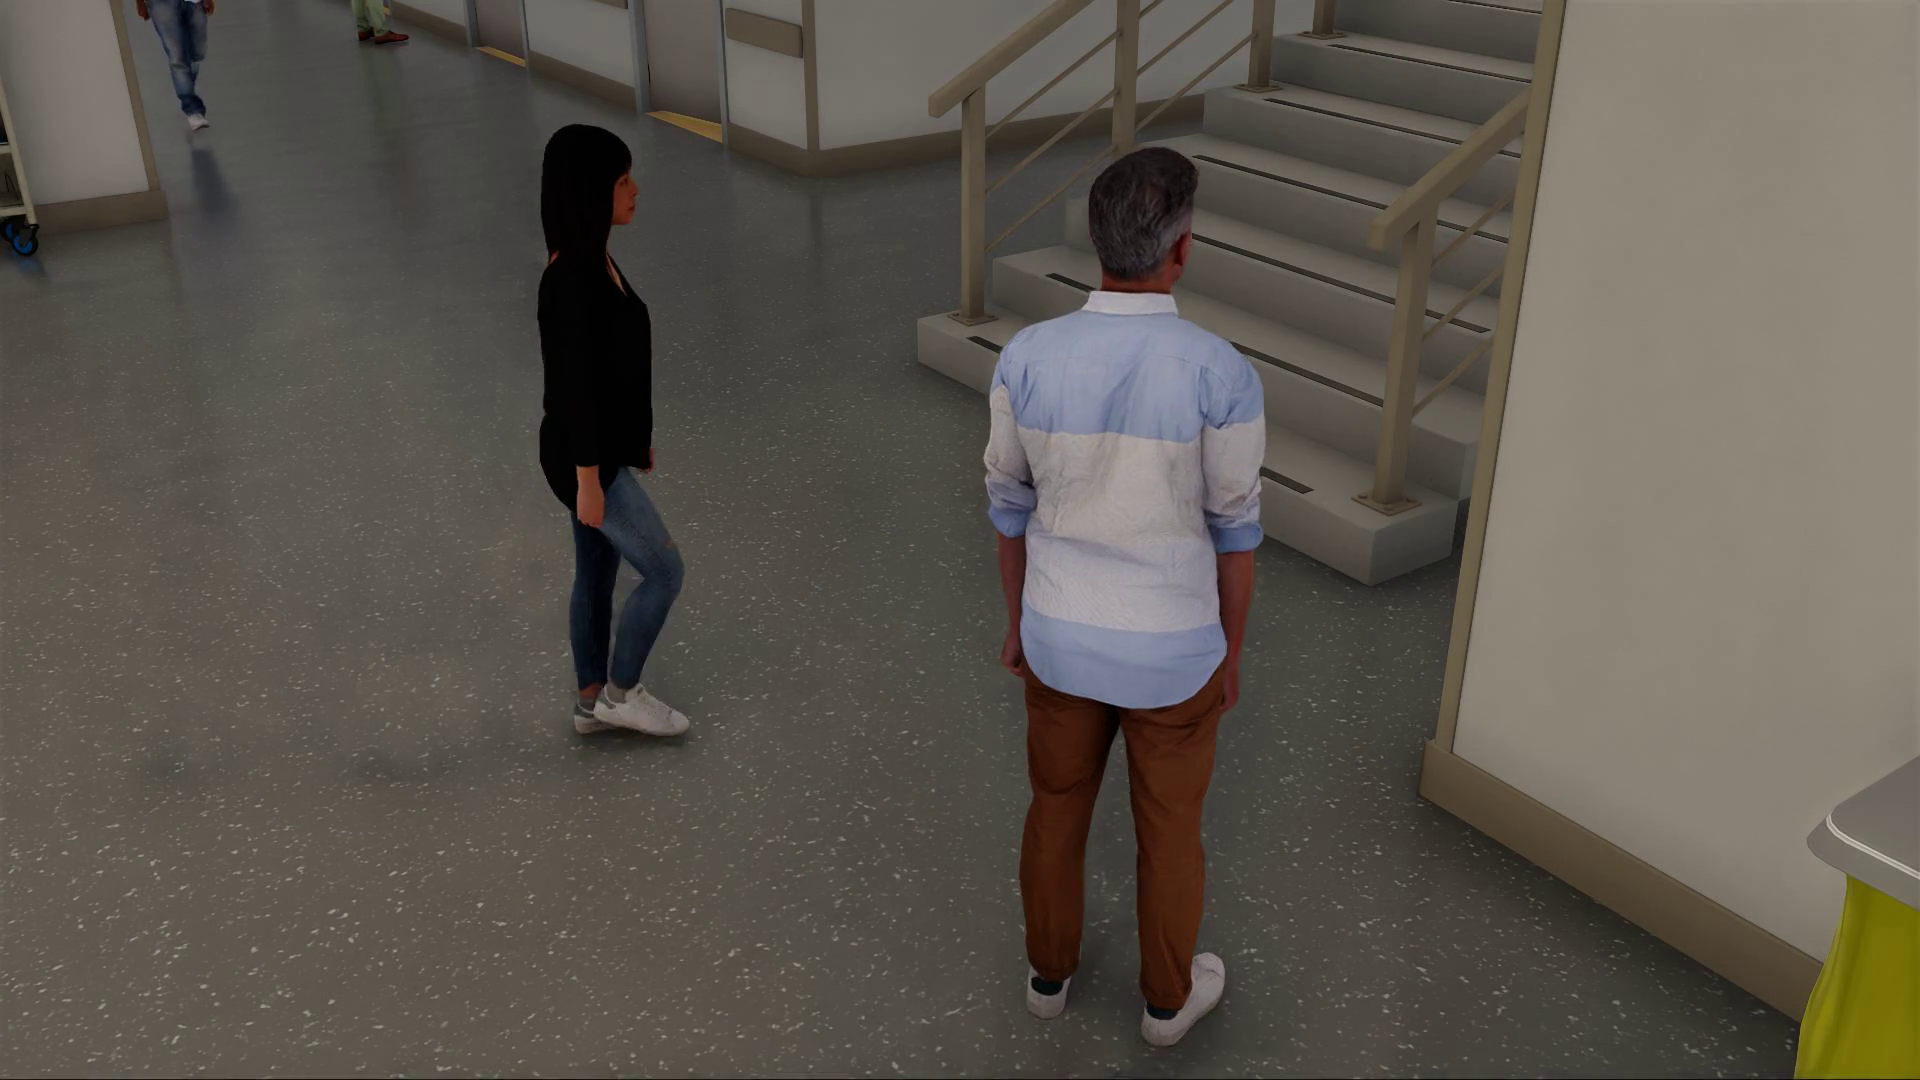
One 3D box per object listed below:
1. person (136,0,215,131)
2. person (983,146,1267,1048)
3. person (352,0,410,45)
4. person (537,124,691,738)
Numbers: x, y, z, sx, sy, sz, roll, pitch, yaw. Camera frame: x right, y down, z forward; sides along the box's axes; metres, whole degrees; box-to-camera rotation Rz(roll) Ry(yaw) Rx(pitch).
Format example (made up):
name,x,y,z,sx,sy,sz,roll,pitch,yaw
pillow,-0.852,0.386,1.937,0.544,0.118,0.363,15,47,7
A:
name,x,y,z,sx,sy,sz,roll,pitch,yaw
person,-5.393,-3.758,11.382,1.077,1.785,0.712,-18,31,-33
person,0.313,0.169,3.189,0.771,1.828,0.775,10,28,20
person,-5.234,-5.336,14.557,0.728,1.870,0.679,20,32,35
person,-0.987,-0.211,4.197,0.674,1.638,0.674,-6,26,-11
